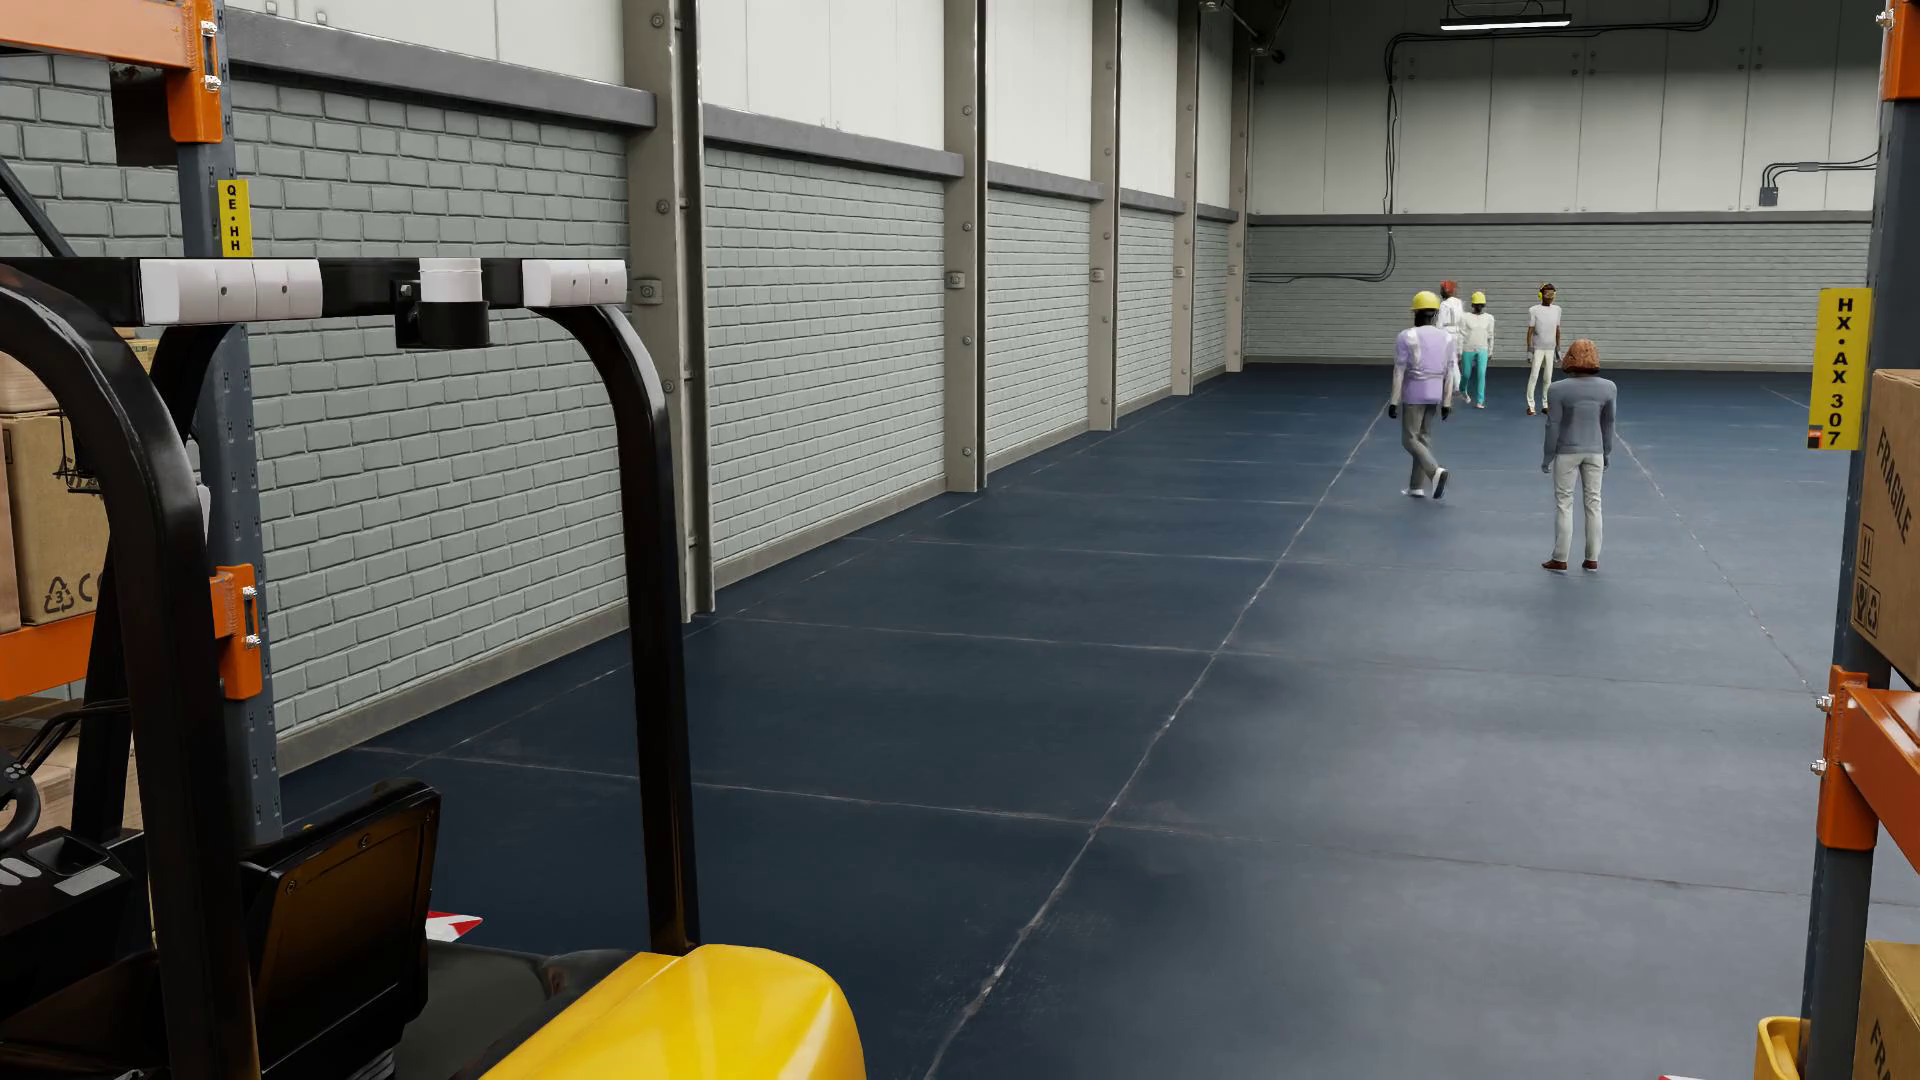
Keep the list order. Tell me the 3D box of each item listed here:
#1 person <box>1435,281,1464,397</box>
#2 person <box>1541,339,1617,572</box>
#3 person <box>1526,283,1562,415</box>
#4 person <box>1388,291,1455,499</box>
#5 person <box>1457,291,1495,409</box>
[{"bbox_3d":[7.738,-3.216,26.640,0.878,1.850,0.592,9,13,44],"label":"person"},{"bbox_3d":[4.315,-0.583,11.624,0.497,1.633,0.284,-1,10,-4],"label":"person"},{"bbox_3d":[8.229,-2.679,23.443,0.509,1.861,0.312,-2,10,-11],"label":"person"},{"bbox_3d":[4.234,-1.296,15.079,0.597,1.905,0.732,-4,10,-22],"label":"person"},{"bbox_3d":[7.638,-2.832,24.727,0.545,1.732,0.738,1,10,7],"label":"person"}]
